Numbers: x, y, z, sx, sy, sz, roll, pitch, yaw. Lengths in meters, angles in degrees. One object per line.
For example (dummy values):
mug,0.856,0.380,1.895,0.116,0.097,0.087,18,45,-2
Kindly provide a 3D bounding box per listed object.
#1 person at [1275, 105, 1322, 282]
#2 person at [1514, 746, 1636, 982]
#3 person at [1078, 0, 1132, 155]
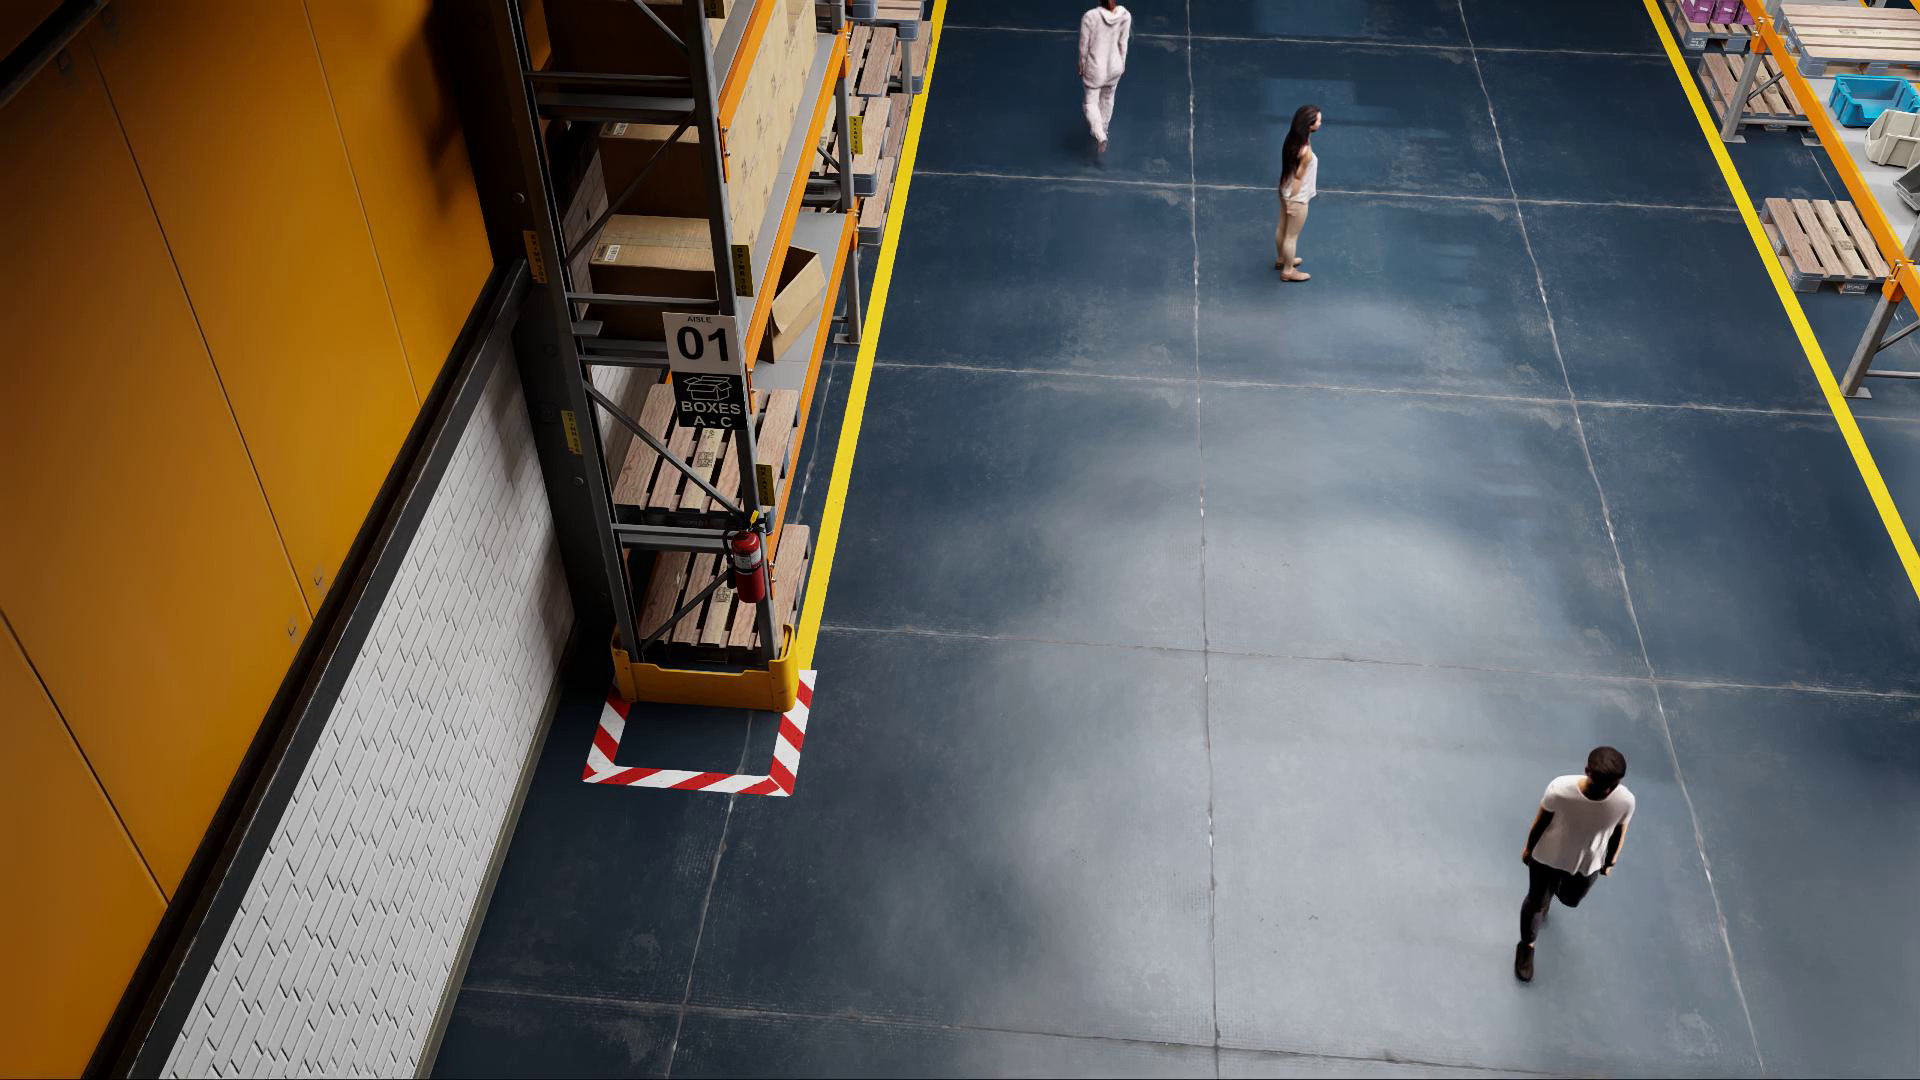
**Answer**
person,2.825,-2.937,14.090,0.673,1.651,0.612,-26,49,-25
person,3.379,1.683,9.201,0.717,1.706,0.952,9,44,9
person,1.361,-4.434,15.647,0.791,1.672,1.016,-7,44,-7
